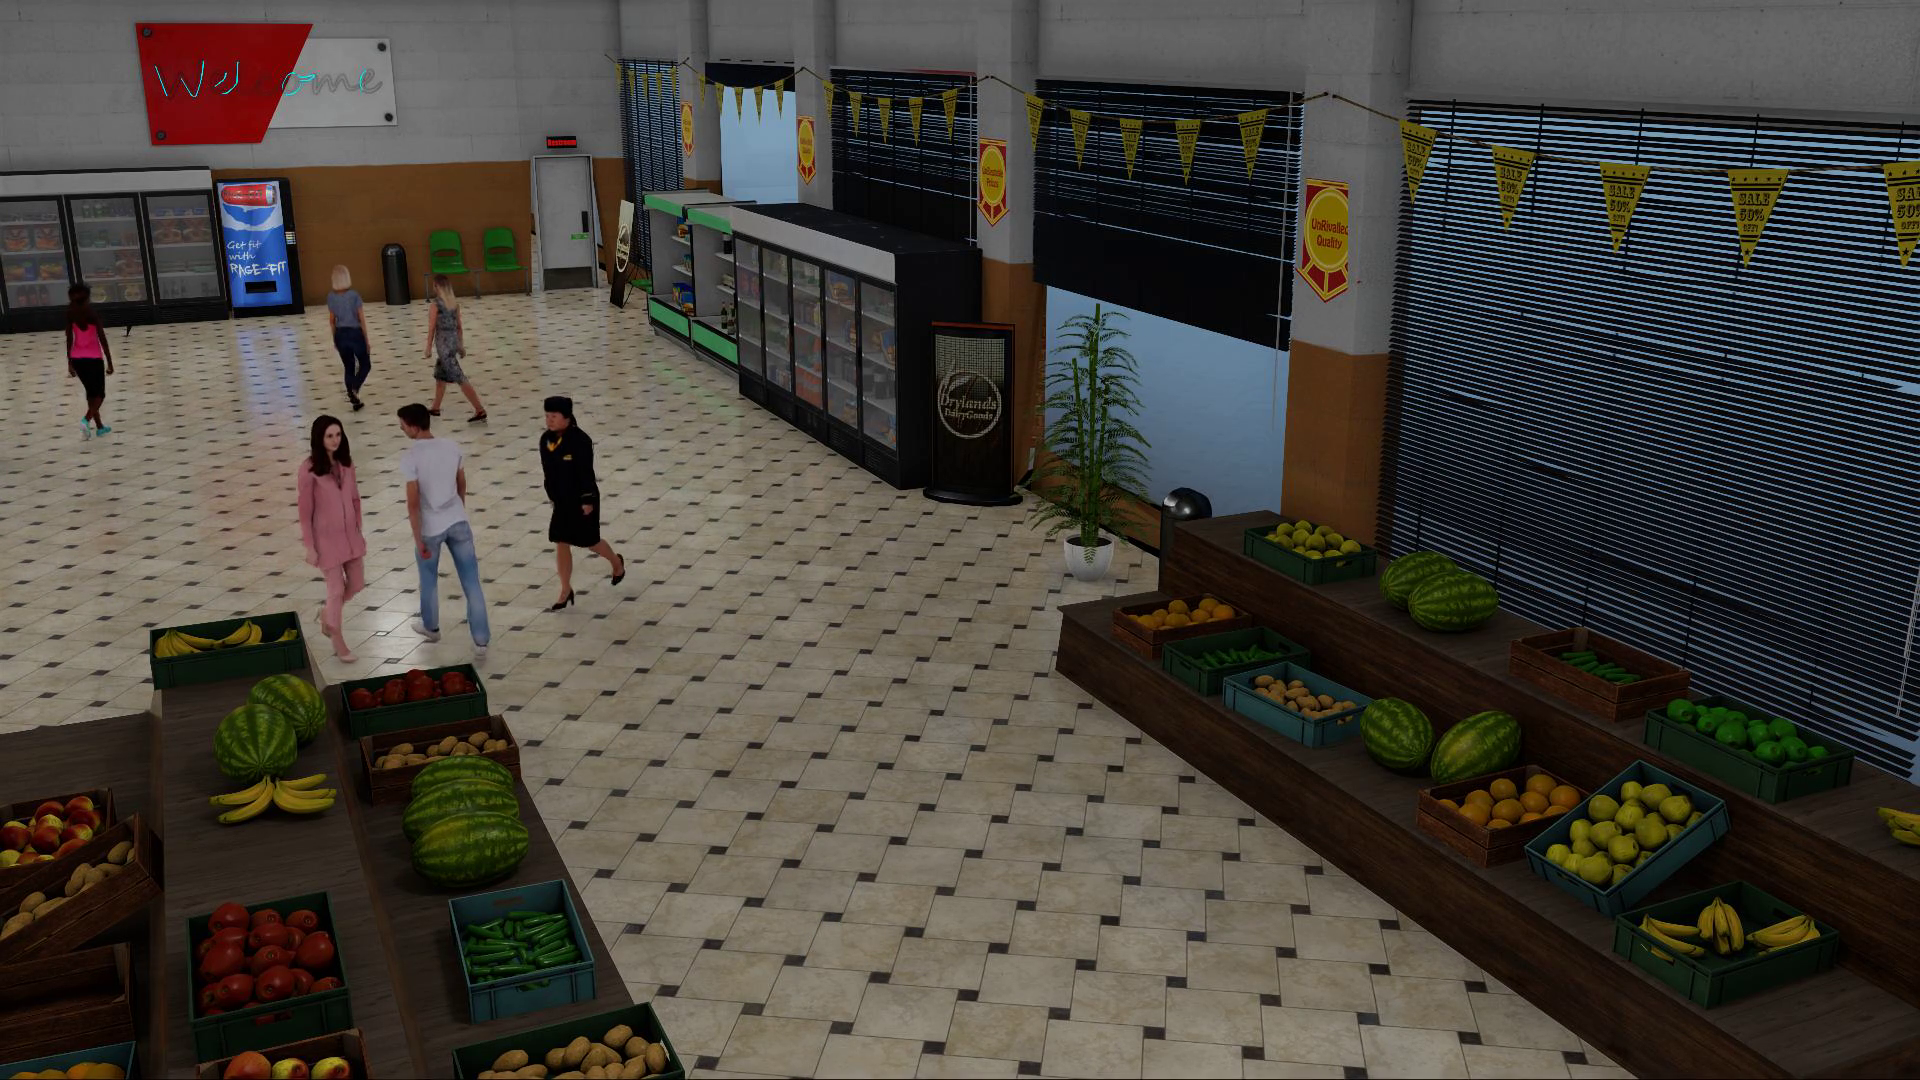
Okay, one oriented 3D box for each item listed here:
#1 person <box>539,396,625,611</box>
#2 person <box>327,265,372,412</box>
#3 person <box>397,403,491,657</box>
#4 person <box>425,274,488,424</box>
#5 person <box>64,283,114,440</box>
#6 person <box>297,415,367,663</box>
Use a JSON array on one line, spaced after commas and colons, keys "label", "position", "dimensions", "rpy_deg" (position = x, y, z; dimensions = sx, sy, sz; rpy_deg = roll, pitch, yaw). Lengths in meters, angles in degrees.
[{"label": "person", "position": [-2.912, -0.299, 12.812], "dimensions": [1.080, 1.649, 1.087], "rpy_deg": [9, 19, 29]}, {"label": "person", "position": [-7.136, -2.328, 19.384], "dimensions": [0.785, 1.713, 0.873], "rpy_deg": [1, 17, 4]}, {"label": "person", "position": [-3.579, -0.032, 11.671], "dimensions": [0.874, 1.801, 1.231], "rpy_deg": [-13, 21, -37]}, {"label": "person", "position": [-5.702, -2.109, 18.777], "dimensions": [1.179, 1.646, 1.102], "rpy_deg": [7, 18, 21]}, {"label": "person", "position": [-9.464, -1.887, 17.962], "dimensions": [0.844, 1.695, 1.099], "rpy_deg": [0, 17, 0]}, {"label": "person", "position": [-4.438, -0.015, 11.654], "dimensions": [0.928, 1.778, 0.857], "rpy_deg": [12, 21, 35]}]
